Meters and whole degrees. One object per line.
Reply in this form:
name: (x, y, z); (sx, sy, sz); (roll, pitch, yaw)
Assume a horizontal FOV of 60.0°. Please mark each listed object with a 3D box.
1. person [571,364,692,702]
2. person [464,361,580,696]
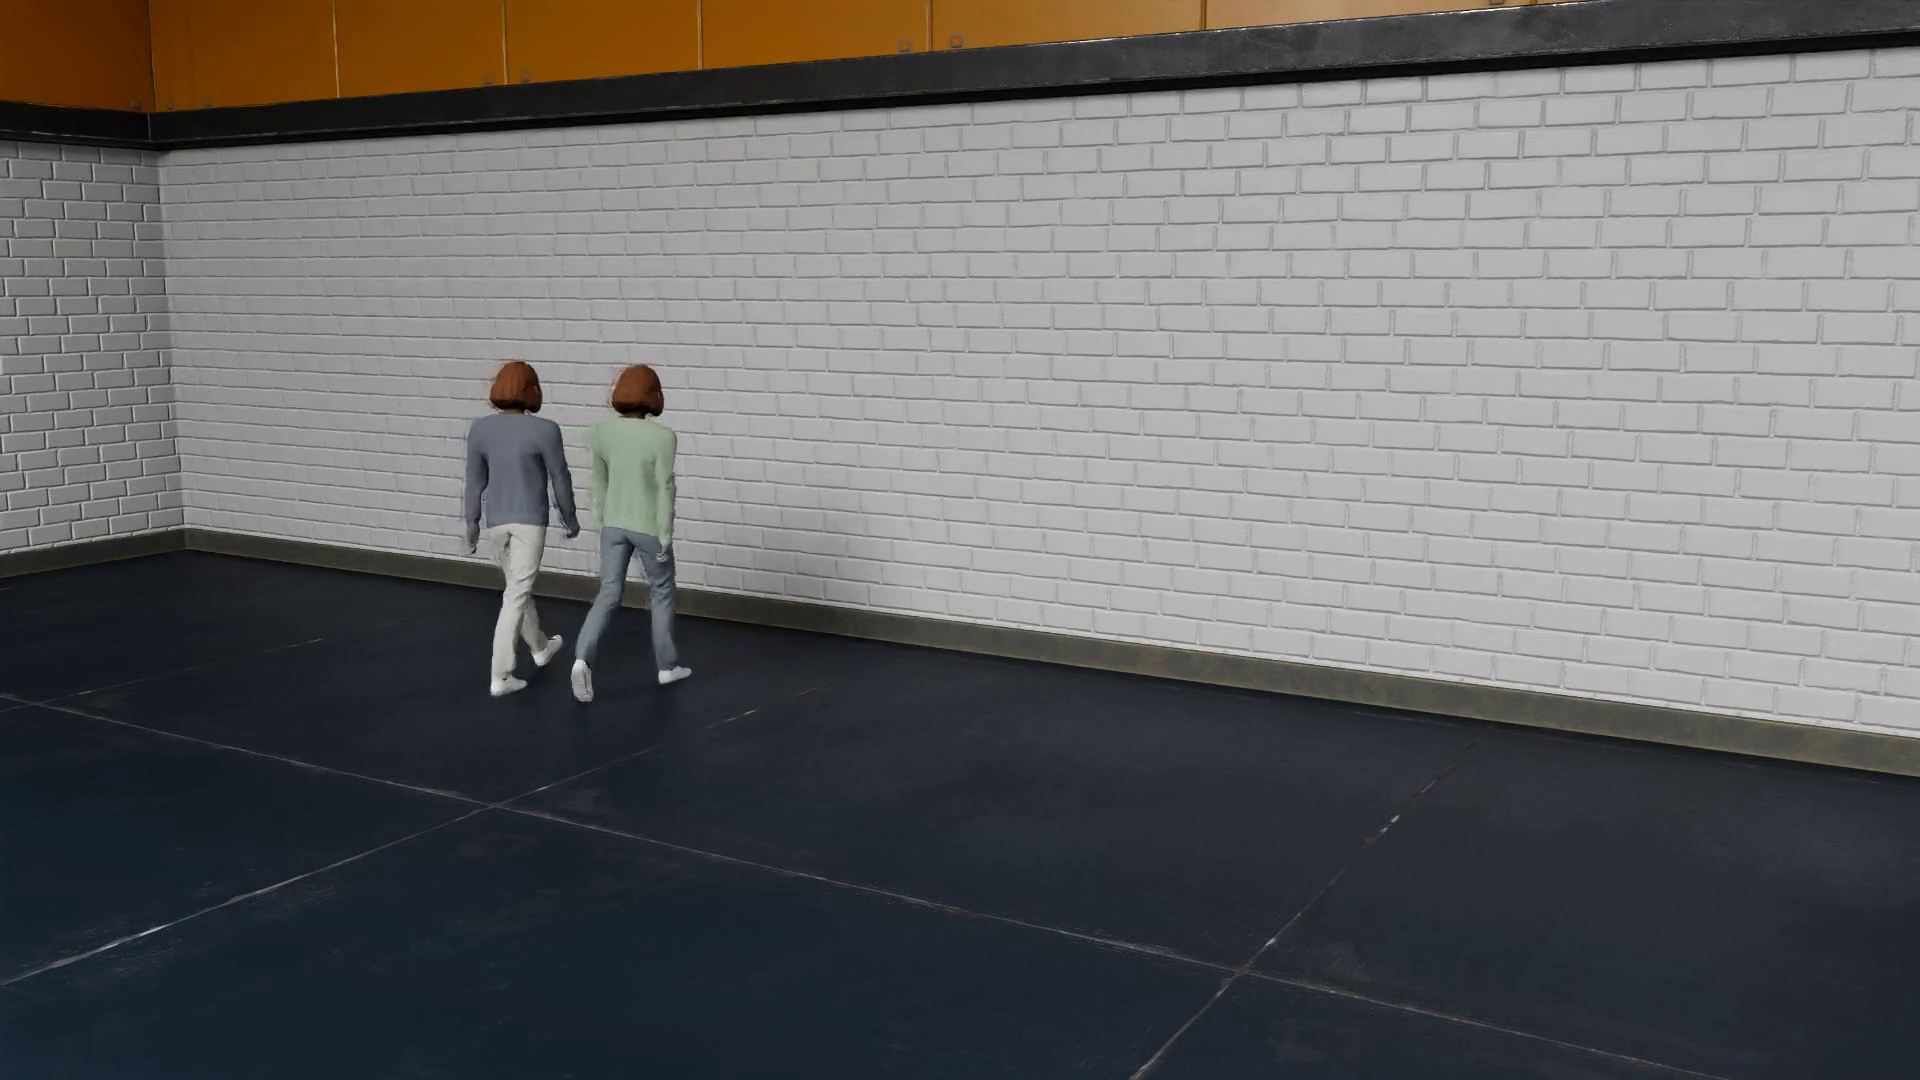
person: (-1.600, -0.039, 7.956); (0.502, 1.600, 0.797); (4, 10, 22)
person: (-2.131, -0.077, 8.200); (0.494, 1.589, 0.817); (3, 10, 20)
